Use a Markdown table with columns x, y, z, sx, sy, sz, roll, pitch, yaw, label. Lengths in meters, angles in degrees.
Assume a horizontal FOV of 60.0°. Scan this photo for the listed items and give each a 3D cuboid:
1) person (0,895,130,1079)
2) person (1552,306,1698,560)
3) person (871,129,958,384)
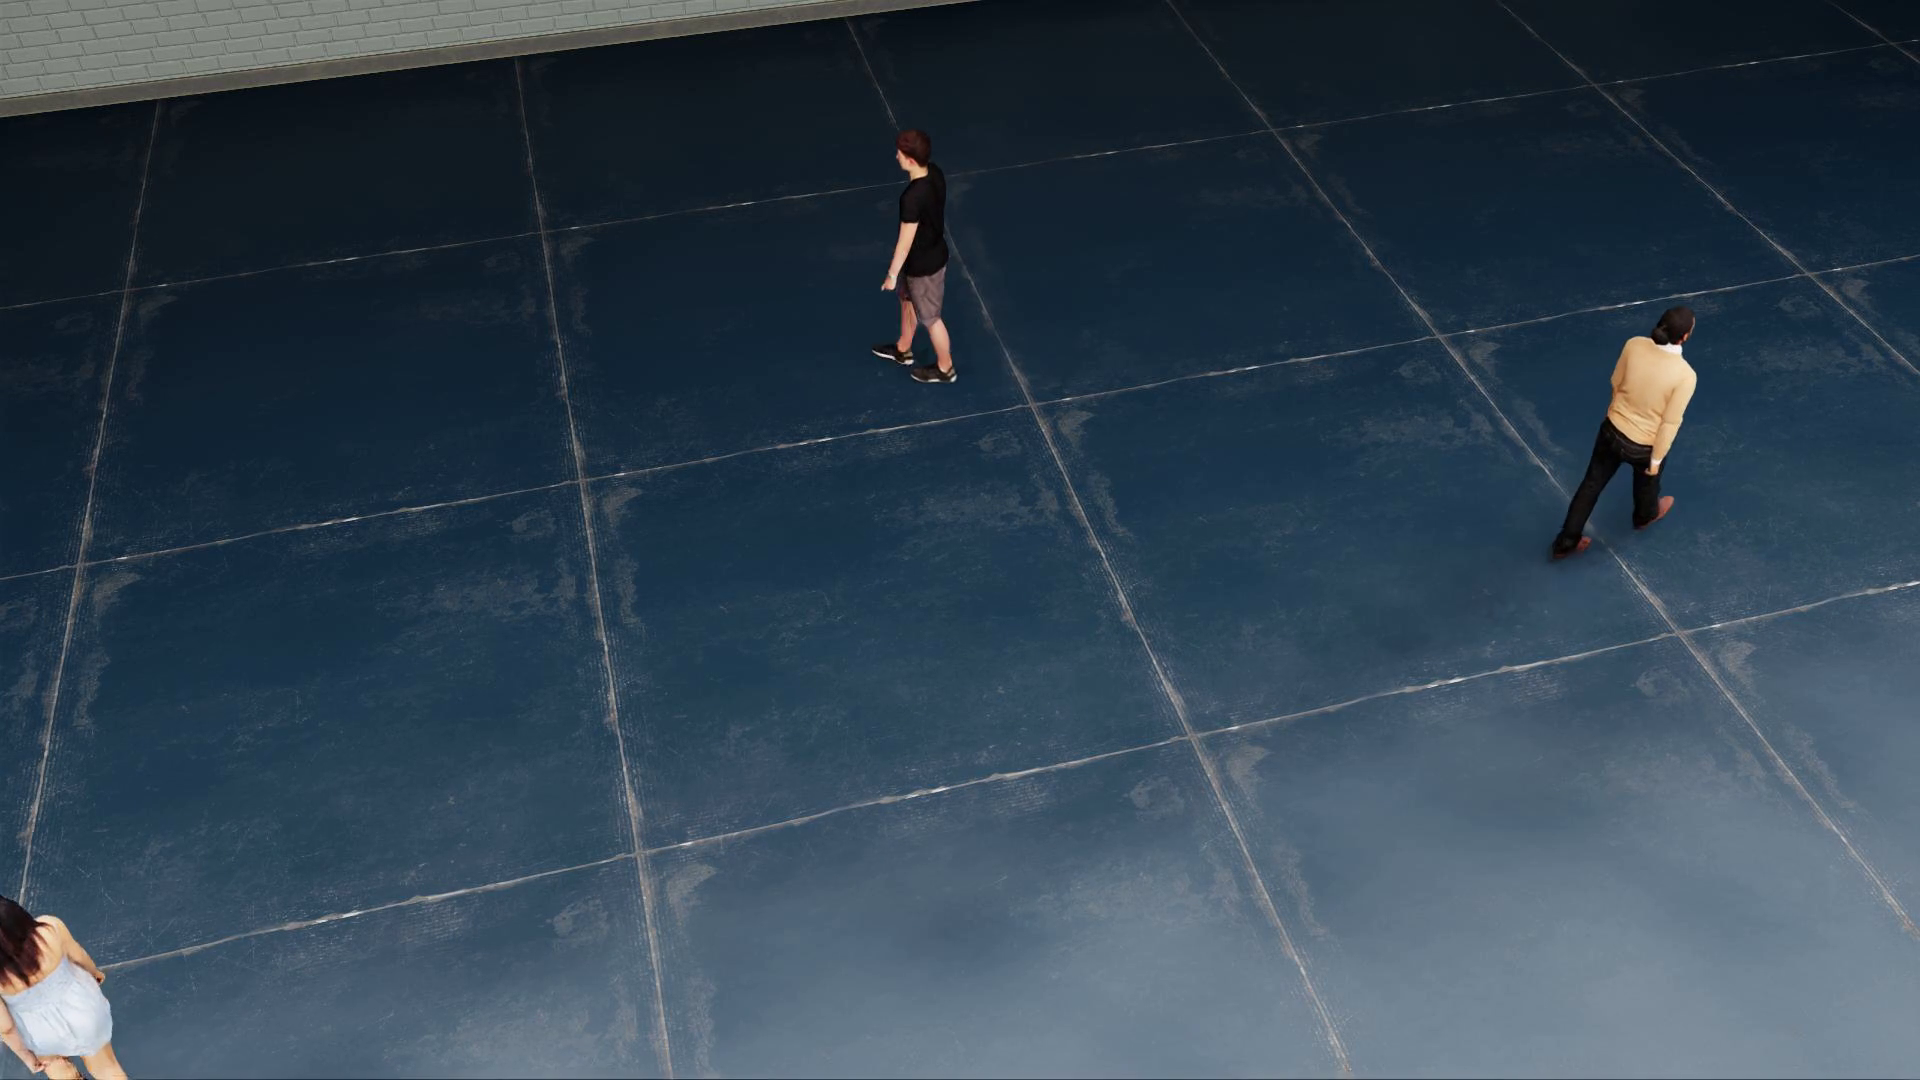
| x | y | z | sx | sy | sz | roll | pitch | yaw | label |
| --- | --- | --- | --- | --- | --- | --- | --- | --- | --- |
| -3.628 | 1.997 | 6.788 | 0.739 | 1.720 | 0.707 | 34 | 52 | 31 | person |
| 3.797 | -0.556 | 9.531 | 0.988 | 1.708 | 1.168 | -25 | 48 | -24 | person |
| -0.144 | -1.791 | 10.754 | 0.987 | 1.844 | 0.968 | 11 | 44 | 11 | person |
